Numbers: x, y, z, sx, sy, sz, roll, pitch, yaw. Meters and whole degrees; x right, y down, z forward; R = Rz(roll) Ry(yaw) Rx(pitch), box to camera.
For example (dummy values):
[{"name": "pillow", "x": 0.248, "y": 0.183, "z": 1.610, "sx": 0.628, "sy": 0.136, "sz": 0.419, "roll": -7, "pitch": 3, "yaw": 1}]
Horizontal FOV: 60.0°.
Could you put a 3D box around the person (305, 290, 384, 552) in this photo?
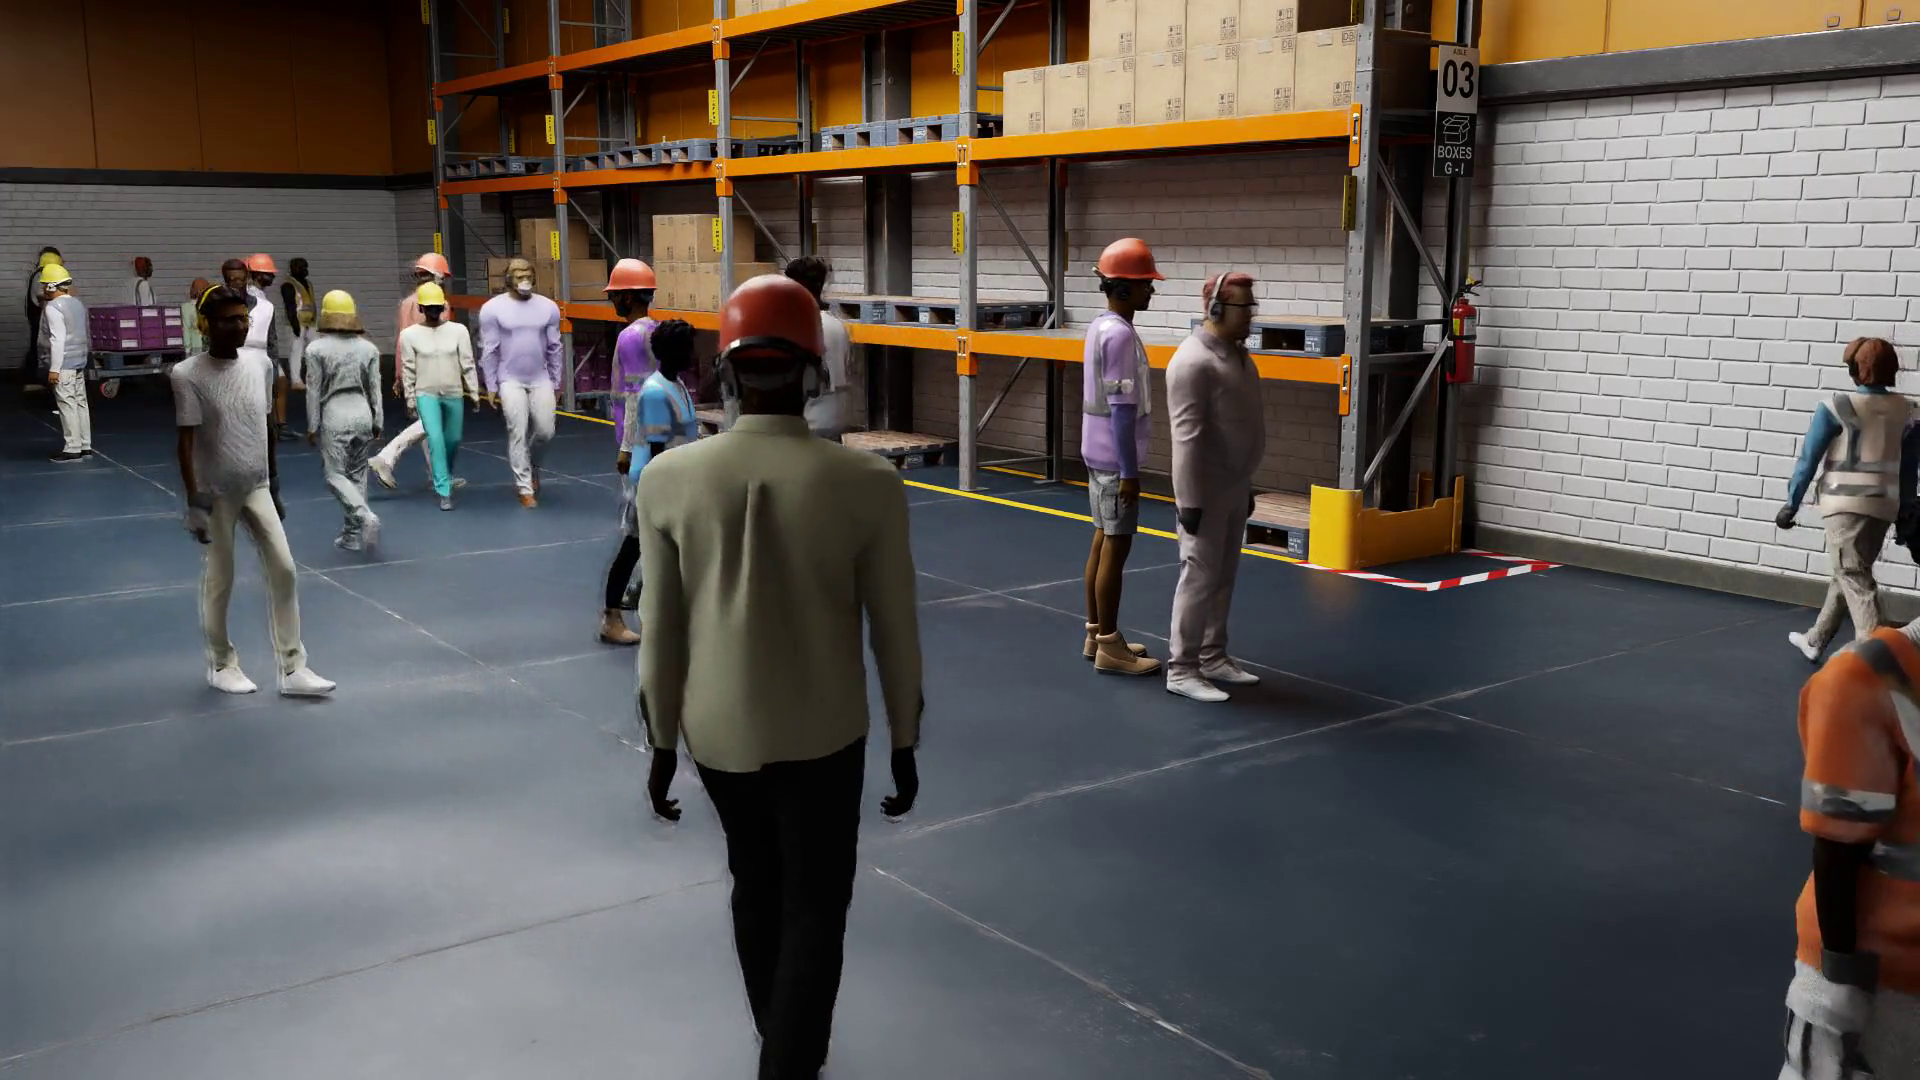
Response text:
[{"name": "person", "x": -3.966, "y": -0.759, "z": 10.810, "sx": 0.660, "sy": 1.723, "sz": 0.494, "roll": 9, "pitch": 14, "yaw": 42}]

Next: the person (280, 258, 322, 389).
[{"name": "person", "x": -9.038, "y": -2.987, "z": 23.029, "sx": 0.637, "sy": 1.819, "sz": 0.650, "roll": 2, "pitch": 10, "yaw": 9}]

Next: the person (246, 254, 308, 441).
[{"name": "person", "x": -6.913, "y": -1.904, "z": 16.713, "sx": 0.768, "sy": 1.907, "sz": 0.585, "roll": -4, "pitch": 11, "yaw": -20}]

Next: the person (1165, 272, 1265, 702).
[{"name": "person", "x": 1.155, "y": -0.235, "z": 7.420, "sx": 0.399, "sy": 1.899, "sz": 0.653, "roll": 6, "pitch": 12, "yaw": 30}]

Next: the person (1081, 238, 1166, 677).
[{"name": "person", "x": 0.765, "y": -0.385, "z": 7.842, "sx": 0.377, "sy": 2.044, "sz": 0.608, "roll": -1, "pitch": 10, "yaw": -4}]

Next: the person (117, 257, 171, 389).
[{"name": "person", "x": -11.351, "y": -3.019, "z": 23.204, "sx": 0.574, "sy": 1.836, "sz": 0.968, "roll": 9, "pitch": 14, "yaw": 41}]

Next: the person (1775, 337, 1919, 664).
[{"name": "person", "x": 4.095, "y": -0.129, "z": 7.657, "sx": 0.527, "sy": 1.591, "sz": 0.854, "roll": -2, "pitch": 10, "yaw": -10}]

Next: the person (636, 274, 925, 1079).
[{"name": "person", "x": -0.397, "y": 0.414, "z": 3.604, "sx": 0.627, "sy": 1.966, "sz": 0.928, "roll": 1, "pitch": 10, "yaw": 8}]

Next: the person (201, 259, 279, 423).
[{"name": "person", "x": -5.877, "y": -1.341, "z": 13.596, "sx": 0.595, "sy": 1.902, "sz": 0.618, "roll": -7, "pitch": 12, "yaw": -33}]

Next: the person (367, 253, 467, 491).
[{"name": "person", "x": -4.422, "y": -1.334, "z": 13.412, "sx": 0.637, "sy": 1.955, "sz": 0.867, "roll": 9, "pitch": 13, "yaw": 41}]

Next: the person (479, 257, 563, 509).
[{"name": "person", "x": -3.381, "y": -1.214, "z": 12.844, "sx": 0.634, "sy": 1.924, "sz": 0.538, "roll": -6, "pitch": 12, "yaw": -29}]

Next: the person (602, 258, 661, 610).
[{"name": "person", "x": -1.786, "y": -0.579, "z": 9.222, "sx": 0.357, "sy": 1.936, "sz": 0.551, "roll": 1, "pitch": 10, "yaw": 7}]

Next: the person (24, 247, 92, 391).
[{"name": "person", "x": -12.475, "y": -3.047, "z": 22.756, "sx": 0.790, "sy": 2.000, "sz": 0.721, "roll": -8, "pitch": 13, "yaw": -38}]

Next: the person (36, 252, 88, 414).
[{"name": "person", "x": -10.703, "y": -2.452, "z": 19.798, "sx": 0.429, "sy": 1.915, "sz": 0.582, "roll": -1, "pitch": 10, "yaw": -8}]

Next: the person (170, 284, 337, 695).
[{"name": "person", "x": -3.119, "y": -0.190, "z": 7.305, "sx": 0.823, "sy": 1.837, "sz": 0.568, "roll": 7, "pitch": 12, "yaw": 34}]

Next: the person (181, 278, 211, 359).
[{"name": "person", "x": -8.705, "y": -2.207, "z": 19.217, "sx": 0.495, "sy": 1.624, "sz": 0.284, "roll": -9, "pitch": 14, "yaw": -43}]

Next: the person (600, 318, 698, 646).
[{"name": "person", "x": -1.433, "y": -0.286, "z": 8.370, "sx": 0.875, "sy": 1.636, "sz": 0.565, "roll": 2, "pitch": 10, "yaw": 9}]

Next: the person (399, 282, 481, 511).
[{"name": "person", "x": -4.023, "y": -1.126, "z": 12.852, "sx": 0.570, "sy": 1.727, "sz": 0.800, "roll": -5, "pitch": 11, "yaw": -25}]

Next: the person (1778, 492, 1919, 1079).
[{"name": "person", "x": 1.598, "y": 0.697, "z": 2.765, "sx": 0.537, "sy": 1.695, "sz": 0.317, "roll": -3, "pitch": 11, "yaw": -18}]

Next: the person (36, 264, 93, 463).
[{"name": "person", "x": -8.308, "y": -1.631, "z": 15.410, "sx": 0.404, "sy": 1.830, "sz": 0.602, "roll": -1, "pitch": 10, "yaw": -6}]

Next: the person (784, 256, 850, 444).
[{"name": "person", "x": -0.800, "y": -0.669, "z": 9.693, "sx": 0.652, "sy": 1.947, "sz": 0.634, "roll": 4, "pitch": 11, "yaw": 22}]
